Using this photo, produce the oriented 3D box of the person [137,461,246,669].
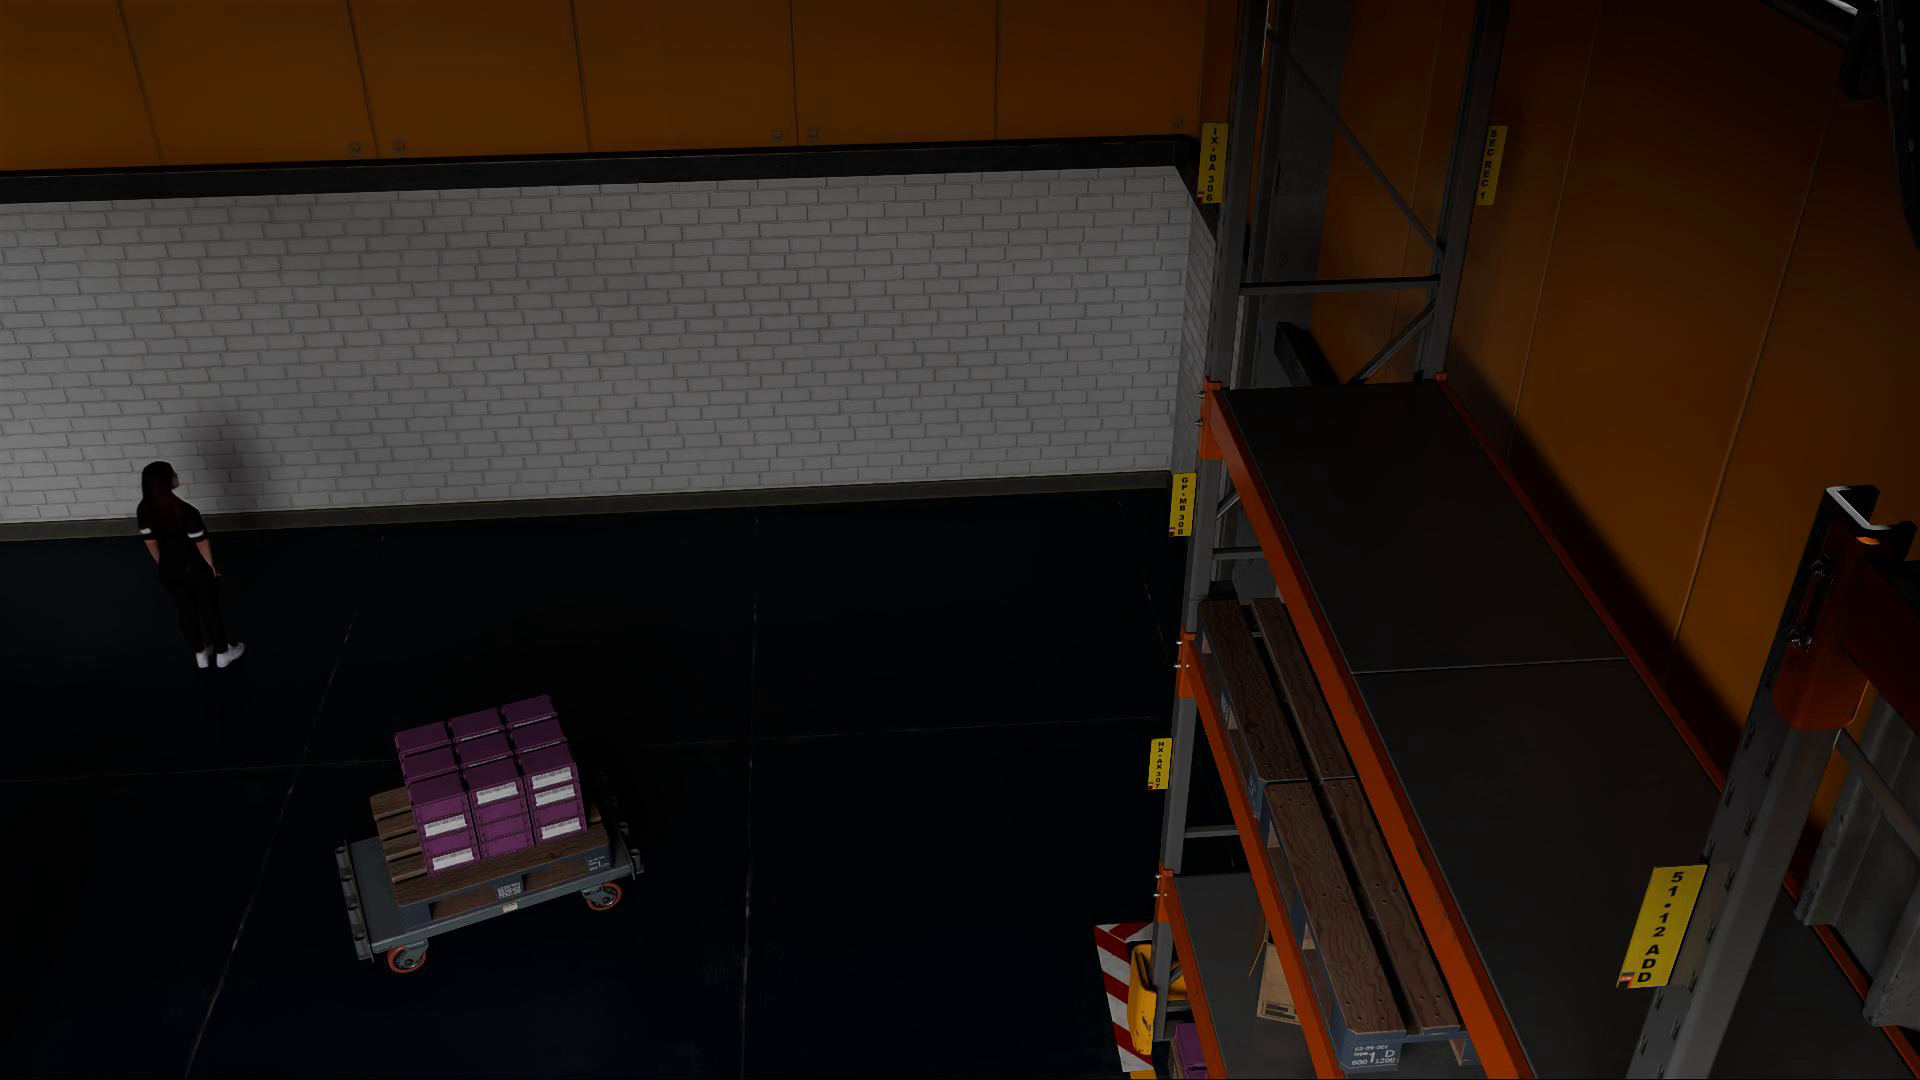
[{"bbox_3d":[-5.402,0.184,11.599,0.638,1.639,0.631,3,34,4],"label":"person"}]
